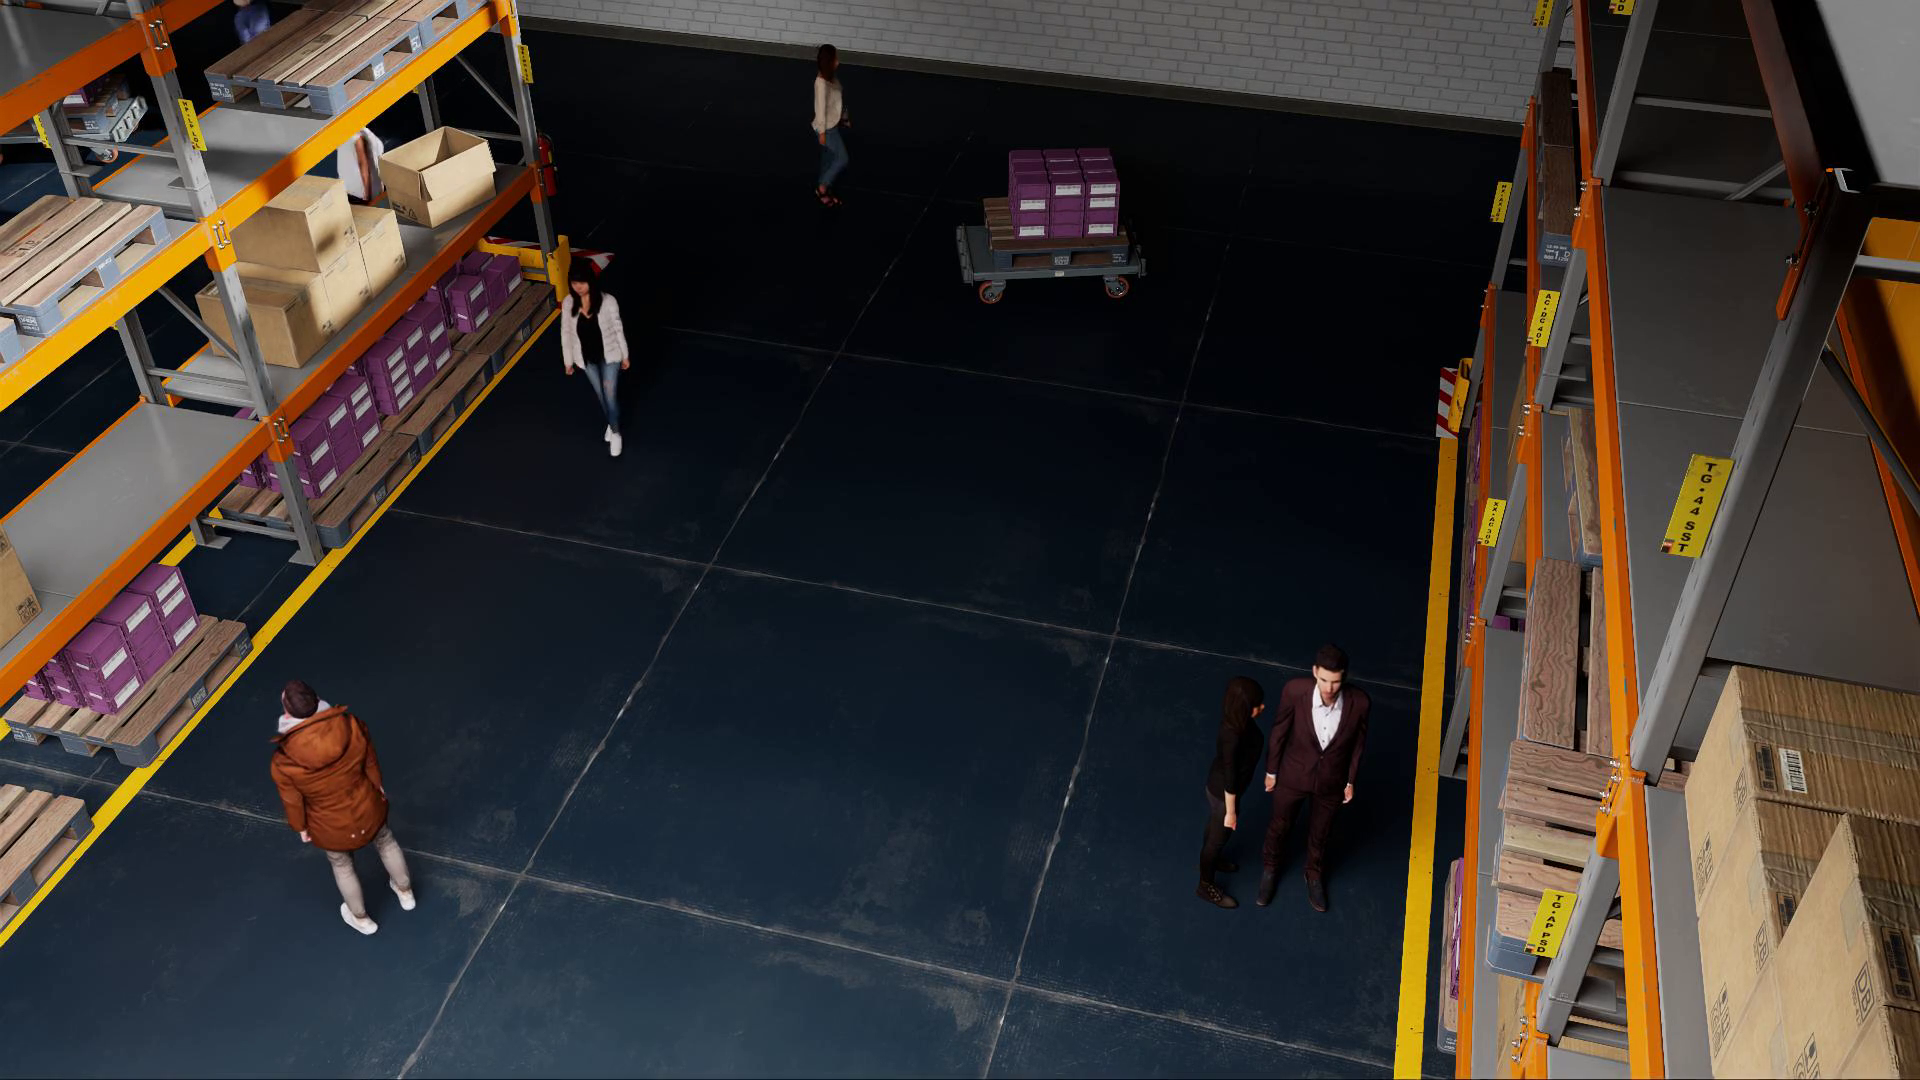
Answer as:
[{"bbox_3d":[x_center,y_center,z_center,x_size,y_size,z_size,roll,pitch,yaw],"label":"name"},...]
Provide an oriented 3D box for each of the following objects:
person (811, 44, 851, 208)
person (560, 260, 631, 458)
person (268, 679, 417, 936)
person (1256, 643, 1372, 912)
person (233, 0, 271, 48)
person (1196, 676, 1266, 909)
[{"bbox_3d":[-1.354,-3.974,16.011,0.752,1.669,0.618,1,39,1],"label":"person"},{"bbox_3d":[-2.794,-1.480,12.930,0.724,1.619,0.781,2,39,2],"label":"person"},{"bbox_3d":[-3.362,1.466,9.067,0.817,1.835,0.898,-28,46,-30],"label":"person"},{"bbox_3d":[1.958,1.296,9.256,0.706,1.865,0.634,5,39,6],"label":"person"},{"bbox_3d":[-7.175,-4.966,17.203,0.753,1.733,0.574,17,42,20],"label":"person"},{"bbox_3d":[1.498,1.381,9.329,0.649,1.642,0.436,8,39,10],"label":"person"}]
